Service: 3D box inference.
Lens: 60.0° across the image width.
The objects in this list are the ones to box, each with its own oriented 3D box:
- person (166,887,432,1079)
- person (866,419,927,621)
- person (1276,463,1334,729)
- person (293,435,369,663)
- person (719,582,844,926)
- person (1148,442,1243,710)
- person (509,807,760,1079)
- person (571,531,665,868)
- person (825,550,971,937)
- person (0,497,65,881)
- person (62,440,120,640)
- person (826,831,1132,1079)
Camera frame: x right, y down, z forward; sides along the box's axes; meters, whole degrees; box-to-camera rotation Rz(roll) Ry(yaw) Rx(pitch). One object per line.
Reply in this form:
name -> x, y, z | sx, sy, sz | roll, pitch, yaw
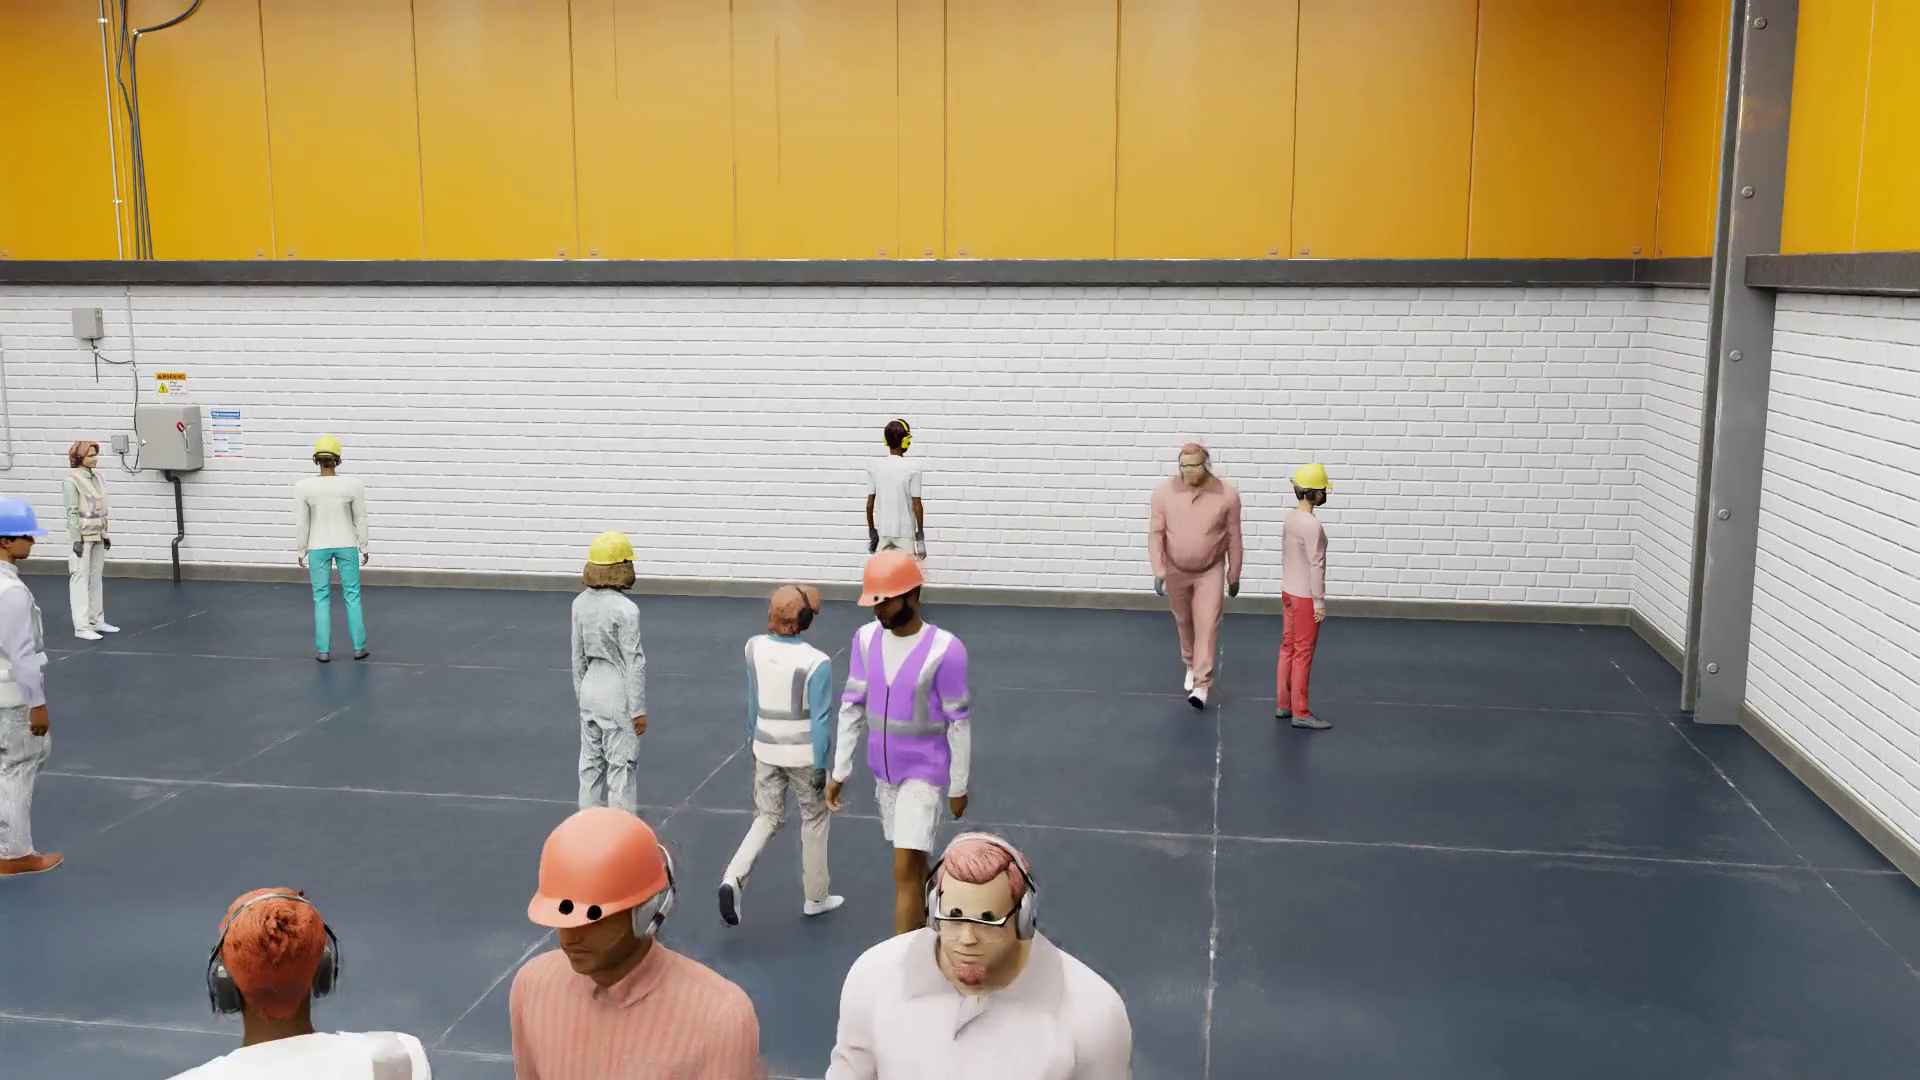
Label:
person -> -1.345, 1.582, 3.381 | 0.598, 1.826, 0.988 | -6, 11, -31
person -> -0.501, -0.024, 13.170 | 0.520, 1.873, 0.335 | 5, 10, 27
person -> 2.305, 0.368, 11.072 | 0.310, 1.768, 0.533 | -2, 9, -11
person -> -4.874, 0.068, 12.926 | 0.533, 1.767, 0.326 | -4, 10, -21
person -> -0.821, 0.998, 7.638 | 0.516, 1.614, 0.634 | 6, 11, 32
person -> 1.646, 0.234, 11.692 | 0.638, 1.843, 1.075 | 3, 10, 15
person -> -0.721, 1.522, 3.376 | 0.617, 1.959, 0.923 | 3, 10, 18
person -> -1.742, 0.817, 8.372 | 0.487, 1.744, 0.312 | 8, 12, 39
person -> -0.296, 0.988, 6.889 | 0.542, 1.888, 0.892 | 7, 11, 37
person -> -4.700, 0.745, 8.253 | 0.628, 1.927, 0.437 | 9, 13, 43
person -> -7.206, -0.001, 13.753 | 0.315, 1.639, 0.530 | 0, 9, 1
person -> -0.010, 1.542, 3.544 | 0.666, 1.864, 0.958 | 3, 10, 20
